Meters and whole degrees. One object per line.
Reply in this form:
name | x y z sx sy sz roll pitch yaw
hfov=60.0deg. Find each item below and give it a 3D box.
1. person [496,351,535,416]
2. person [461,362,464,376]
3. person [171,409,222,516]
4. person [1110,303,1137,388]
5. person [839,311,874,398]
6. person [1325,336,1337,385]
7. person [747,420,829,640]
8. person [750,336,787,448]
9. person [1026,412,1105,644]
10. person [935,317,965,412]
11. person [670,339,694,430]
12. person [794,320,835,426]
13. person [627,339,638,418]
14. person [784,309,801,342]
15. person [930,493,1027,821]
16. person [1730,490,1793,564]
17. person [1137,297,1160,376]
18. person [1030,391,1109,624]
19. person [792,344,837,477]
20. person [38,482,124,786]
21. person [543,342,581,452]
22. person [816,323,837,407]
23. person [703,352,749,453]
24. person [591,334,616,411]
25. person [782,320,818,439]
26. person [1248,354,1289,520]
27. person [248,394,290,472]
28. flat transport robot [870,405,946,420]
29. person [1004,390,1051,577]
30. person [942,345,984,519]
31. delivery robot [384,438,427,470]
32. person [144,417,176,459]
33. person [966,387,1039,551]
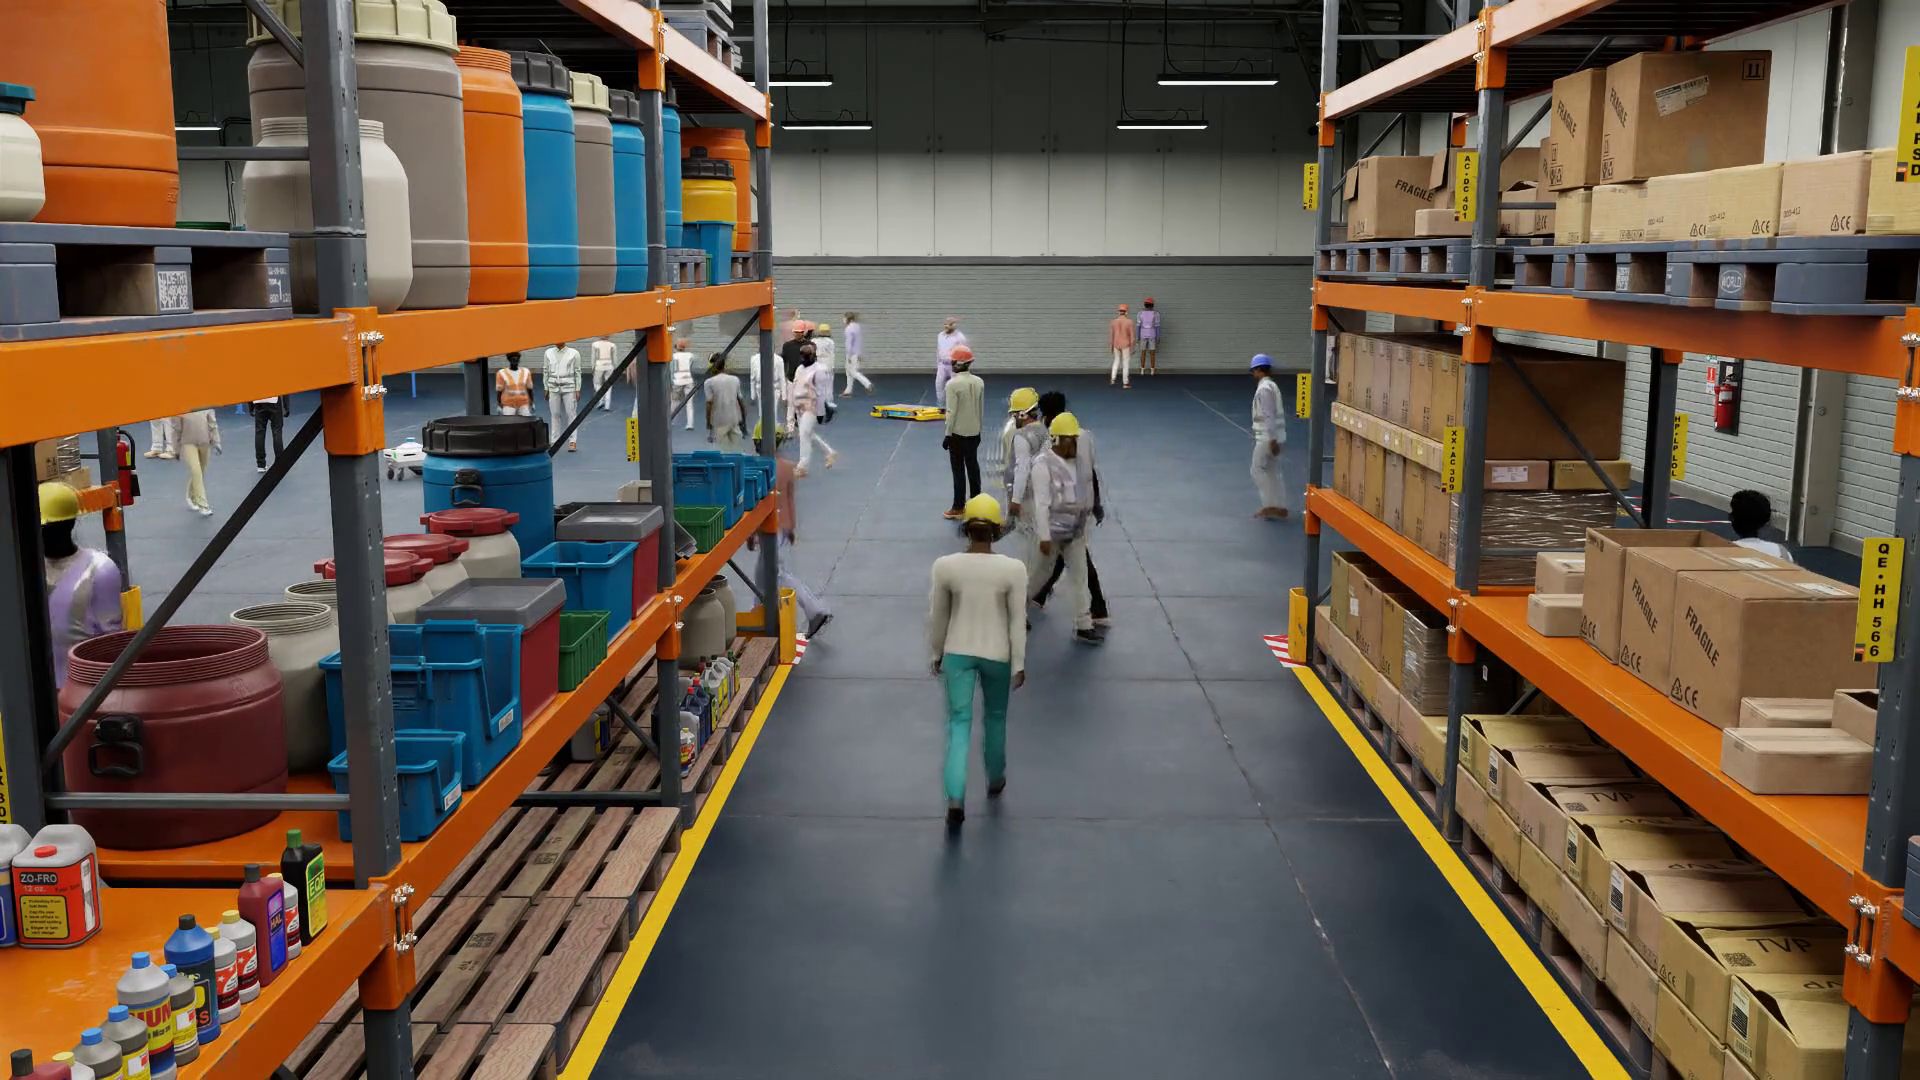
person | -6.594 -1.998 24.687 0.589 1.672 0.381 -6 11 -30
person | -12.889 -5.227 43.526 0.565 1.850 0.390 -4 10 -21
person | -9.055 -1.112 19.648 0.845 1.591 0.496 8 12 40
person | 3.869 -4.588 39.296 0.626 1.989 0.454 6 11 33
person | -2.273 -4.048 36.300 0.779 1.912 0.629 3 10 15
person | 8.974 -4.758 40.552 0.401 1.904 0.648 -3 10 -20
person | -1.423 -0.087 13.130 0.870 1.733 0.531 4 10 25
person | -2.920 -2.251 25.707 0.620 1.857 0.786 4 10 22
person | 0.740 -0.112 13.056 0.883 1.804 0.593 9 13 42
person | -0.261 -3.381 32.374 0.686 1.879 0.794 7 12 35
person | -4.969 -2.772 29.592 0.515 1.589 0.894 -6 11 -31
person | -2.689 -3.040 30.256 0.823 1.912 0.551 -8 12 -40
person | -5.810 -2.907 30.408 0.532 1.594 0.844 6 11 34
person | -3.762 -4.389 38.411 0.614 1.888 0.655 -4 10 -22
person | 0.091 0.613 8.937 0.532 1.724 0.919 1 10 7
person | 4.512 0.528 9.620 0.546 1.644 0.895 -1 10 -5
person | 4.939 -5.330 43.571 0.615 2.039 0.382 3 10 15
person | 0.856 -0.282 13.775 1.018 1.890 0.680 6 11 34
person | -2.060 -1.818 23.180 0.778 1.821 0.632 -6 11 -32
person | -4.296 0.659 8.068 0.613 1.914 0.496 3 10 16
person | -6.239 -2.359 26.085 0.602 1.939 0.399 1 10 4
person | -2.802 -3.549 33.886 0.497 1.722 0.621 6 11 33
person | -2.918 -1.409 20.680 0.534 1.839 0.512 -8 12 -39
person | -7.139 -3.408 33.295 0.531 1.619 0.497 -5 11 -27
person | -2.689 -2.701 27.966 0.623 1.990 0.390 -2 10 -12
person | 3.542 -1.176 19.096 0.583 1.900 0.632 4 10 22
person | -9.794 -1.922 23.554 0.587 1.913 0.378 -1 10 -5
flat transport robot | -0.977 -2.444 31.704 1.431 0.197 0.652 8 13 41
person | 0.591 -0.423 14.820 0.403 1.826 0.586 4 10 24
person | 0.028 -1.254 19.285 0.382 1.994 0.623 8 13 41
delivery robot | -7.560 -1.169 22.936 0.477 0.478 0.707 9 13 44
person | -12.140 -2.158 25.167 0.627 1.844 0.429 4 10 25
person | 0.491 -0.553 15.736 0.824 1.793 0.598 1 10 4
